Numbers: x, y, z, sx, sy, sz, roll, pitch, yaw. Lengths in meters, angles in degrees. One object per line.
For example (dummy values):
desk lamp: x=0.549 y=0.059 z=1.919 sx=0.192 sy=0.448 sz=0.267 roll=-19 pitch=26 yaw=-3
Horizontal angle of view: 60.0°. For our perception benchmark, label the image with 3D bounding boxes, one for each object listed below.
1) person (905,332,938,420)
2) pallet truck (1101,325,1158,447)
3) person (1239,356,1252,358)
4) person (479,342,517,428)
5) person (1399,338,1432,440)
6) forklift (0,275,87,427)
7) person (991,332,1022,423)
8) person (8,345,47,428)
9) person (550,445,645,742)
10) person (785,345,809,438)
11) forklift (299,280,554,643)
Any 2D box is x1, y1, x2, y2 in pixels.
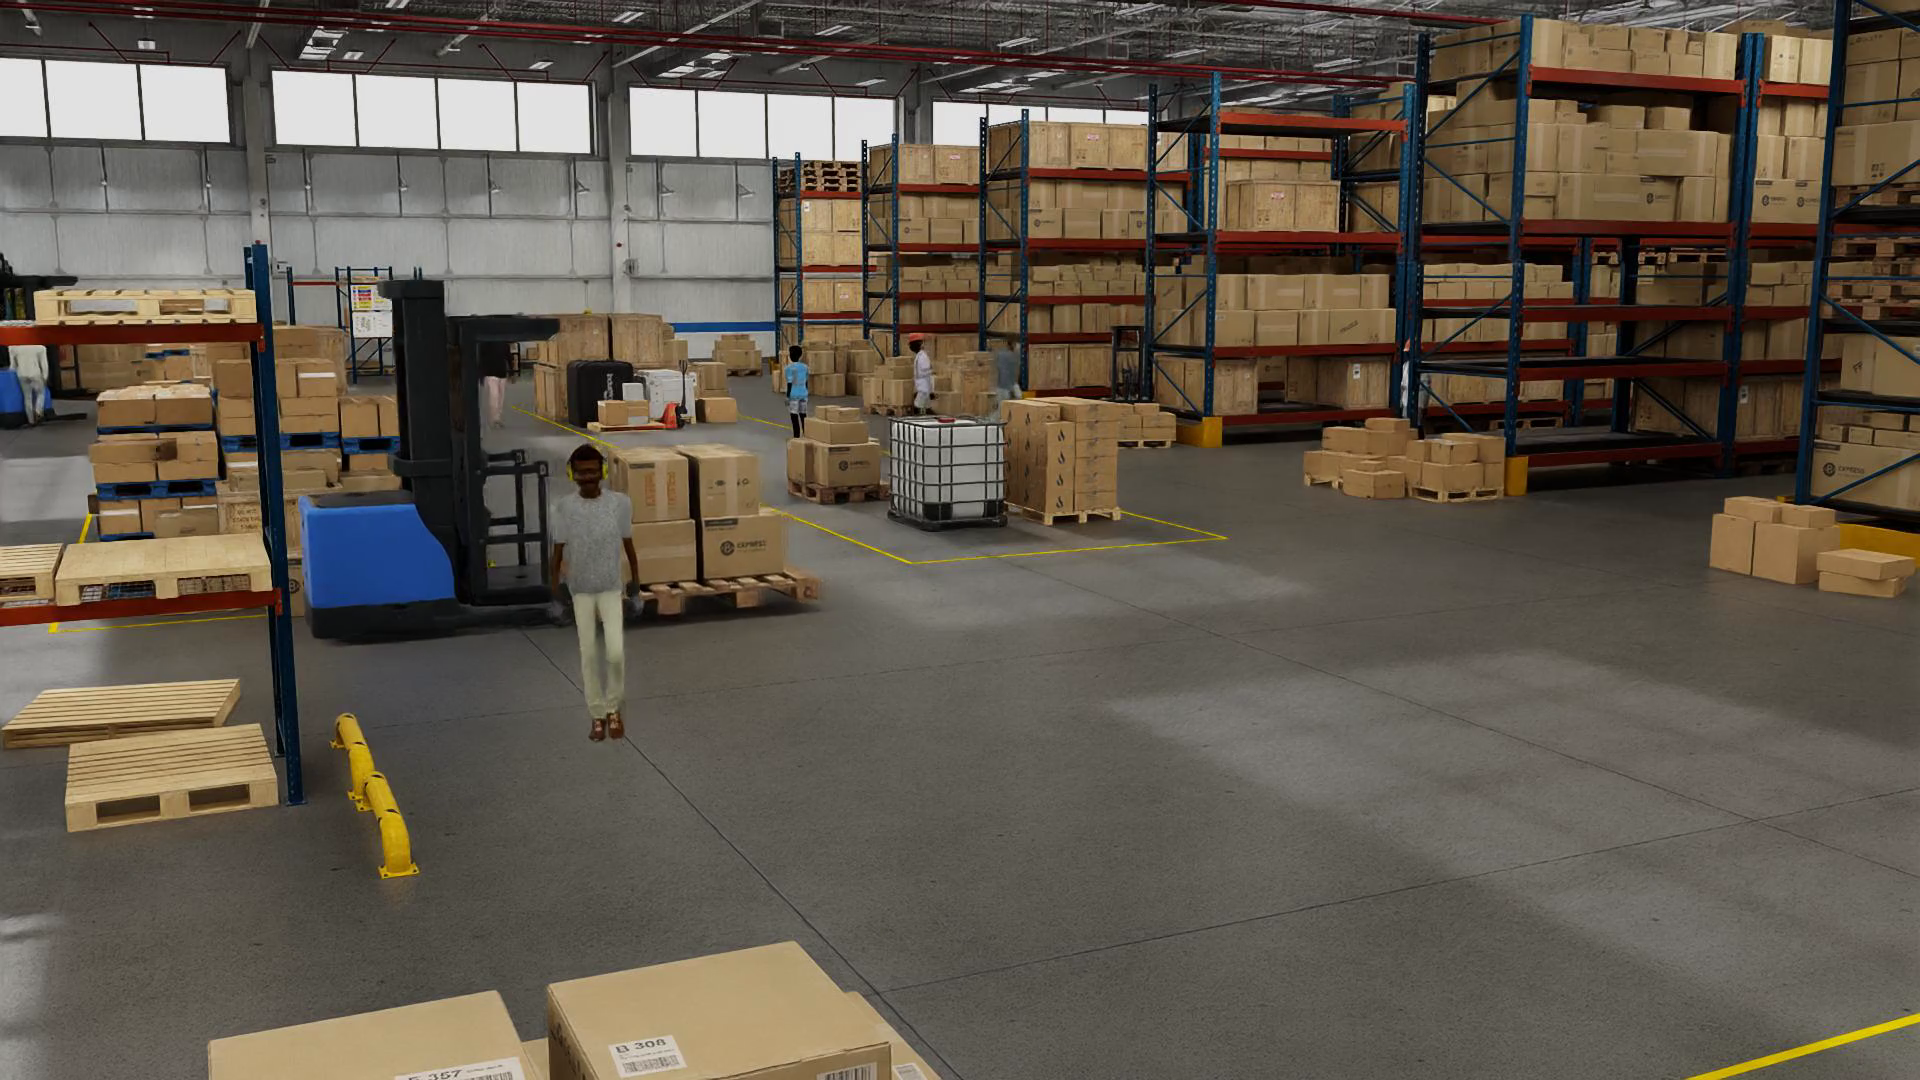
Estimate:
person: x=-0.627 y=-2.505 z=27.687 sx=0.831 sy=1.882 sz=0.560 roll=0 pitch=9 yaw=-1
pallet truck: x=2.881 y=-2.596 z=27.923 sx=0.823 sy=1.965 sz=1.885 roll=-1 pitch=9 yaw=-7
person: x=5.480 y=-3.283 z=32.814 sx=0.934 sy=1.808 sz=0.614 roll=-5 pitch=10 yaw=-28
person: x=-8.522 y=-3.040 z=30.800 sx=0.617 sy=1.963 sz=0.872 roll=-8 pitch=12 yaw=-40
person: x=6.653 y=-2.006 z=24.456 sx=0.377 sy=1.932 sz=0.551 roll=-5 pitch=10 yaw=-28
forklift: x=-17.725 y=-3.586 z=31.333 sx=1.129 sy=2.768 sz=1.873 roll=2 pitch=9 yaw=14
person: x=0.805 y=-2.579 z=28.194 sx=0.890 sy=1.891 sz=0.645 roll=7 pitch=11 yaw=35
person: x=-17.270 y=-3.032 z=30.877 sx=0.630 sy=1.925 sz=0.434 roll=-3 pitch=10 yaw=-20
person: x=-2.226 y=0.335 z=10.174 sx=0.566 sy=1.849 sz=0.504 roll=-1 pitch=9 yaw=-7
person: x=-2.683 y=-2.345 z=27.298 sx=0.317 sy=1.695 sz=0.540 roll=6 pitch=11 yaw=33
forklift: x=-4.333 y=-0.694 z=13.394 sx=1.873 sy=2.768 sz=1.129 roll=-4 pitch=10 yaw=-25
